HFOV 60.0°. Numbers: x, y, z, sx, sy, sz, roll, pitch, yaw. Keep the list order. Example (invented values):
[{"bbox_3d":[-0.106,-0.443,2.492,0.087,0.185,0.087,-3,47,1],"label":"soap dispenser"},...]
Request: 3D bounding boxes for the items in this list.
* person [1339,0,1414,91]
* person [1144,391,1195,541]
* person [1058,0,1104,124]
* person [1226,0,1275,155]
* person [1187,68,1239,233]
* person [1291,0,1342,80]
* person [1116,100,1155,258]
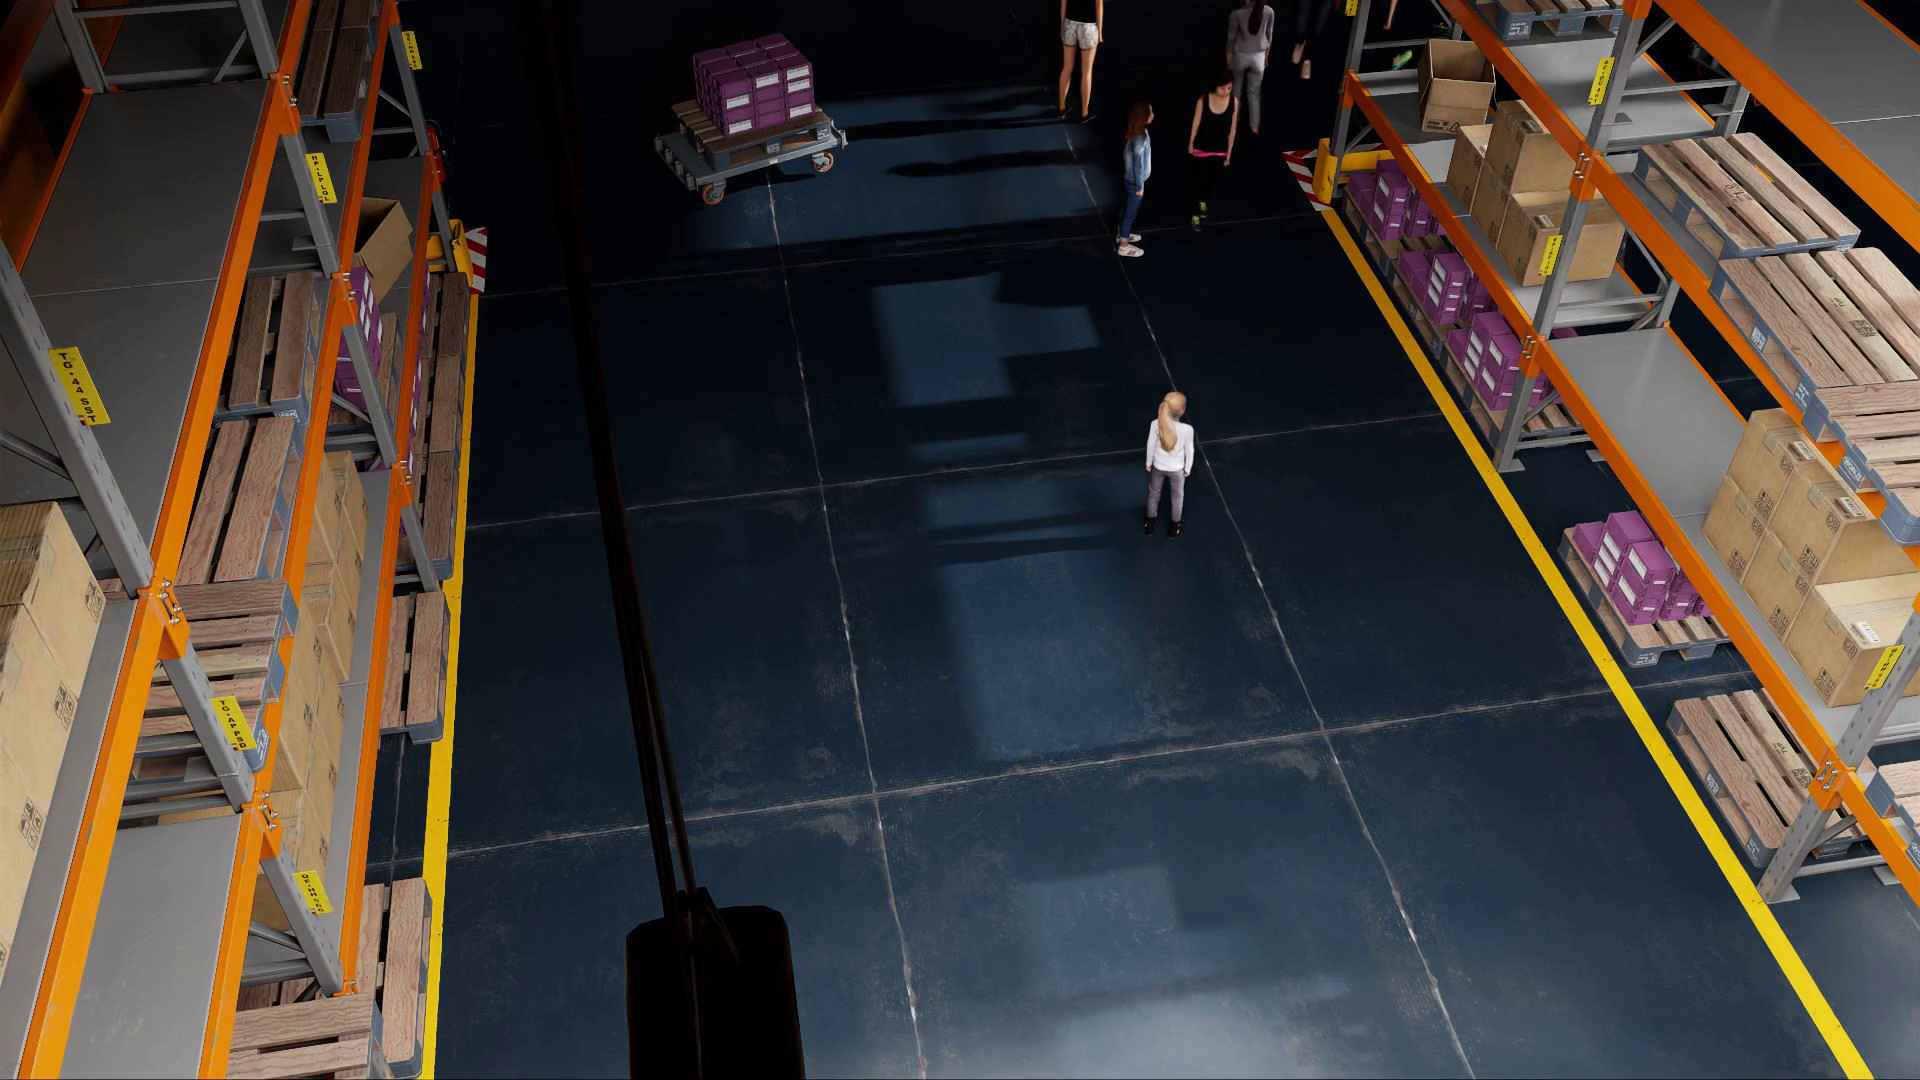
[{"bbox_3d":[4.124,-5.313,16.716,1.105,1.651,1.208,-32,52,-29],"label":"person"},{"bbox_3d":[1.497,-0.536,11.972,0.564,1.279,0.598,12,45,12],"label":"person"},{"bbox_3d":[1.170,-4.992,16.243,0.674,1.839,0.709,19,47,19],"label":"person"},{"bbox_3d":[2.753,-4.496,15.866,0.645,1.641,1.085,-1,44,-1],"label":"person"},{"bbox_3d":[2.260,-3.607,15.015,0.537,1.528,0.715,-5,44,-5],"label":"person"},{"bbox_3d":[3.647,-5.607,16.924,0.813,1.789,0.858,8,44,8],"label":"person"},{"bbox_3d":[1.525,-3.193,14.619,0.643,1.474,0.472,0,44,0],"label":"person"}]
